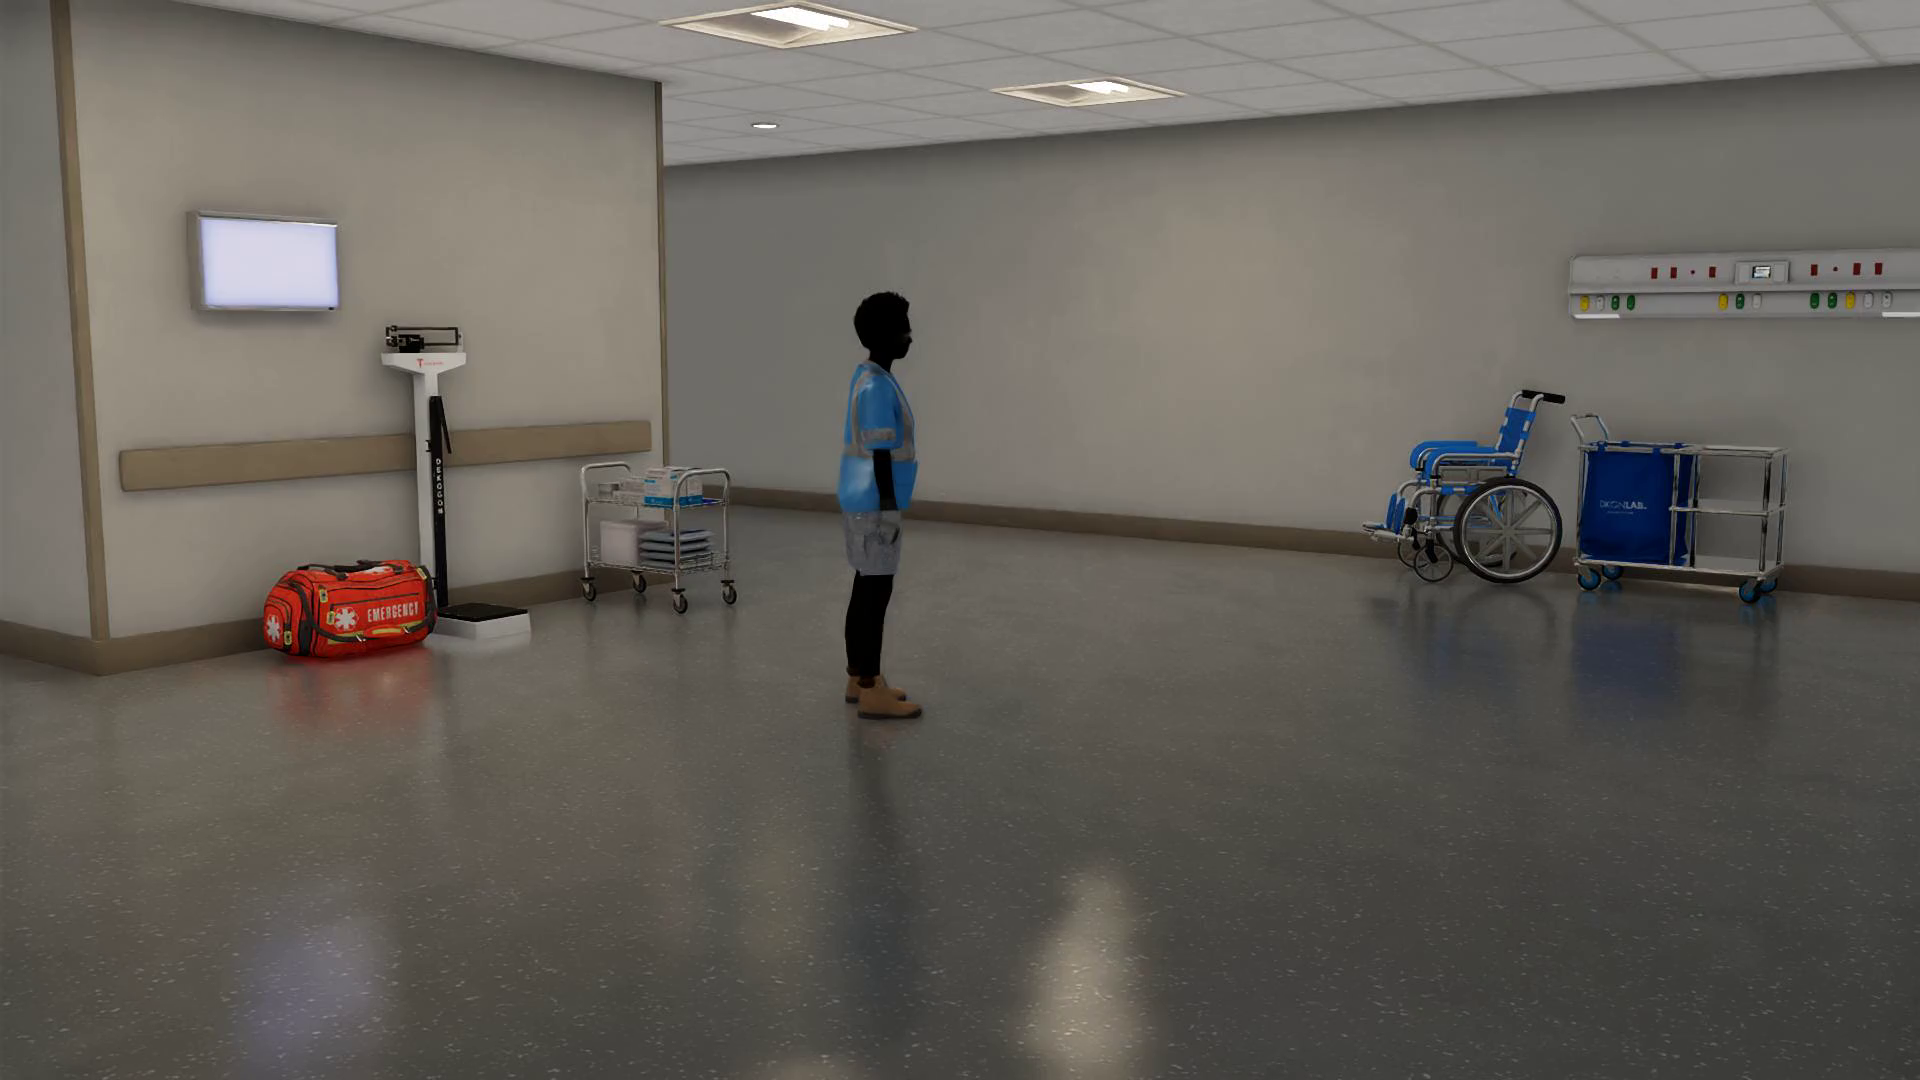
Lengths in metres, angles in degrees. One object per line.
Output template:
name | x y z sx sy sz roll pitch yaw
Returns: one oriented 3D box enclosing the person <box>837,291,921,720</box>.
person | -0.328 -0.139 6.650 0.319 1.694 0.541 -1 7 -8
